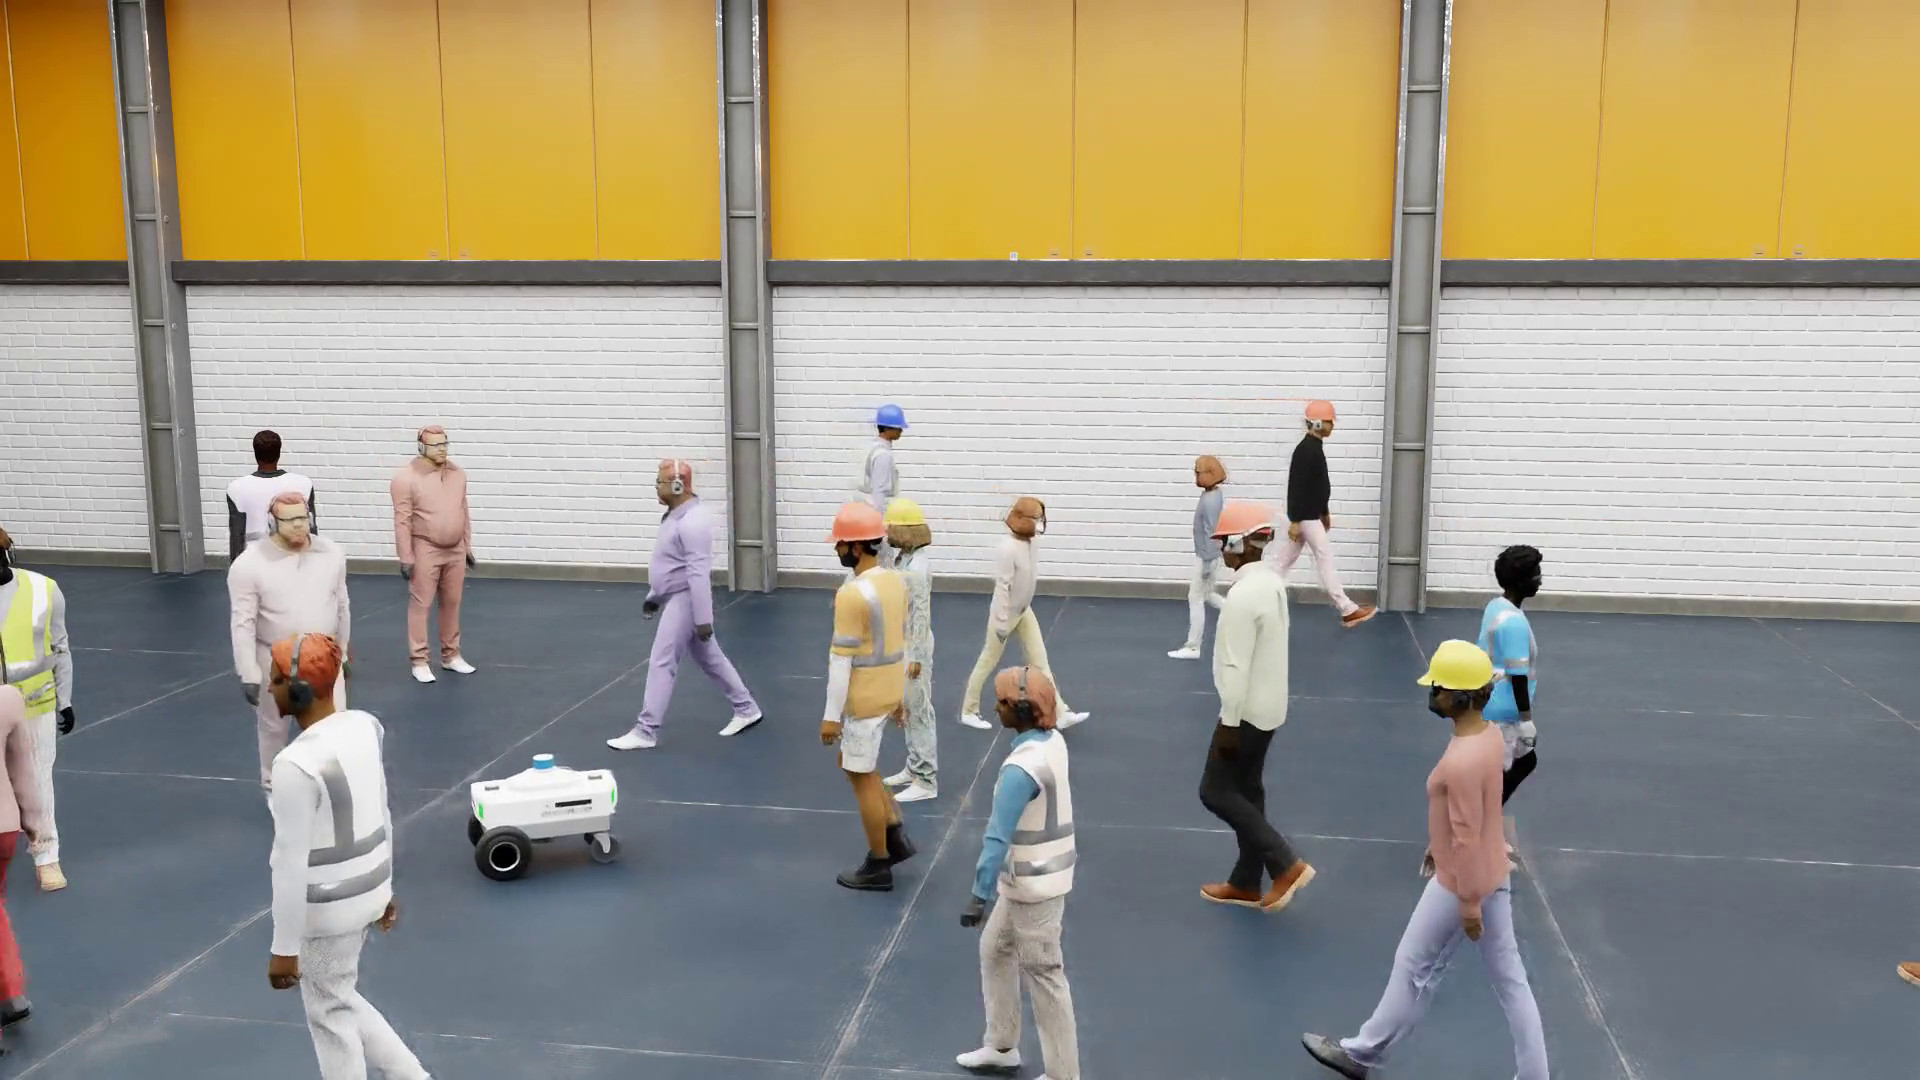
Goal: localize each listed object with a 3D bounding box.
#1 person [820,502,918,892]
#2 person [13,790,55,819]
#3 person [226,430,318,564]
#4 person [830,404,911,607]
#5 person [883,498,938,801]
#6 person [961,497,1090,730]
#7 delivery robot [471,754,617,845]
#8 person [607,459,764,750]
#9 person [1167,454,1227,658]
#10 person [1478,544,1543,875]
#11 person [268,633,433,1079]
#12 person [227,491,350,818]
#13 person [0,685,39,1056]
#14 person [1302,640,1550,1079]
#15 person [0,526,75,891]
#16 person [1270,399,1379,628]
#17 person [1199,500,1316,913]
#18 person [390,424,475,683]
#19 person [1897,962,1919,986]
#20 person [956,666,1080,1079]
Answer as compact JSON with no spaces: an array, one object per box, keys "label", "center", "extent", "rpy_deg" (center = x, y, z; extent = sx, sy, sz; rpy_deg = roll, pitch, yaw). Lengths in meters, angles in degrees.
[{"label":"person","center":[-0.469,0.772,8.121],"extent":[0.419,1.922,0.553],"rpy_deg":[3,10,18]},{"label":"person","center":[-5.433,0.733,8.786],"extent":[0.947,1.783,0.594],"rpy_deg":[-3,10,-20]},{"label":"person","center":[-4.832,0.183,11.743],"extent":[0.600,1.917,0.377],"rpy_deg":[-6,11,-35]},{"label":"person","center":[-0.751,-0.216,14.241],"extent":[0.667,1.914,0.633],"rpy_deg":[-1,9,-8]},{"label":"person","center":[-0.303,0.625,9.557],"extent":[0.319,1.742,0.492],"rpy_deg":[-2,9,-11]},{"label":"person","center":[0.395,0.497,10.883],"extent":[0.900,1.568,0.512],"rpy_deg":[5,11,30]},{"label":"delivery robot","center":[-2.123,1.340,8.510],"extent":[0.707,0.478,0.477],"rpy_deg":[-4,10,-21]},{"label":"person","center":[-1.732,0.399,10.618],"extent":[1.003,1.863,0.655],"rpy_deg":[-2,9,-13]},{"label":"person","center":[1.972,0.133,12.949],"extent":[0.619,1.615,0.511],"rpy_deg":[2,9,13]},{"label":"person","center":[2.731,0.854,8.318],"extent":[0.382,1.684,0.543],"rpy_deg":[2,9,14]},{"label":"person","center":[-2.055,1.221,5.486],"extent":[0.444,1.872,0.576],"rpy_deg":[0,9,2]},{"label":"person","center":[-3.555,0.666,8.955],"extent":[0.668,1.853,0.977],"rpy_deg":[-8,12,-40]},{"label":"person","center":[-3.844,1.131,6.407],"extent":[0.388,1.750,0.544],"rpy_deg":[4,10,26]},{"label":"person","center":[1.764,1.207,6.046],"extent":[0.908,1.722,0.531],"rpy_deg":[6,11,33]},{"label":"person","center":[-4.623,0.823,8.035],"extent":[0.634,1.841,0.429],"rpy_deg":[-6,11,-34]},{"label":"person","center":[3.036,-0.223,14.165],"extent":[1.071,1.933,0.636],"rpy_deg":[3,10,16]},{"label":"person","center":[1.383,0.800,7.814],"extent":[0.537,1.966,0.619],"rpy_deg":[5,10,27]},{"label":"person","center":[-3.877,0.091,12.351],"extent":[0.403,1.906,0.651],"rpy_deg":[7,11,35]},{"label":"person","center":[4.567,0.950,6.937],"extent":[0.989,1.958,0.609],"rpy_deg":[2,9,13]},{"label":"person","center":[0.177,1.253,6.061],"extent":[0.626,1.615,0.518],"rpy_deg":[2,9,12]}]
